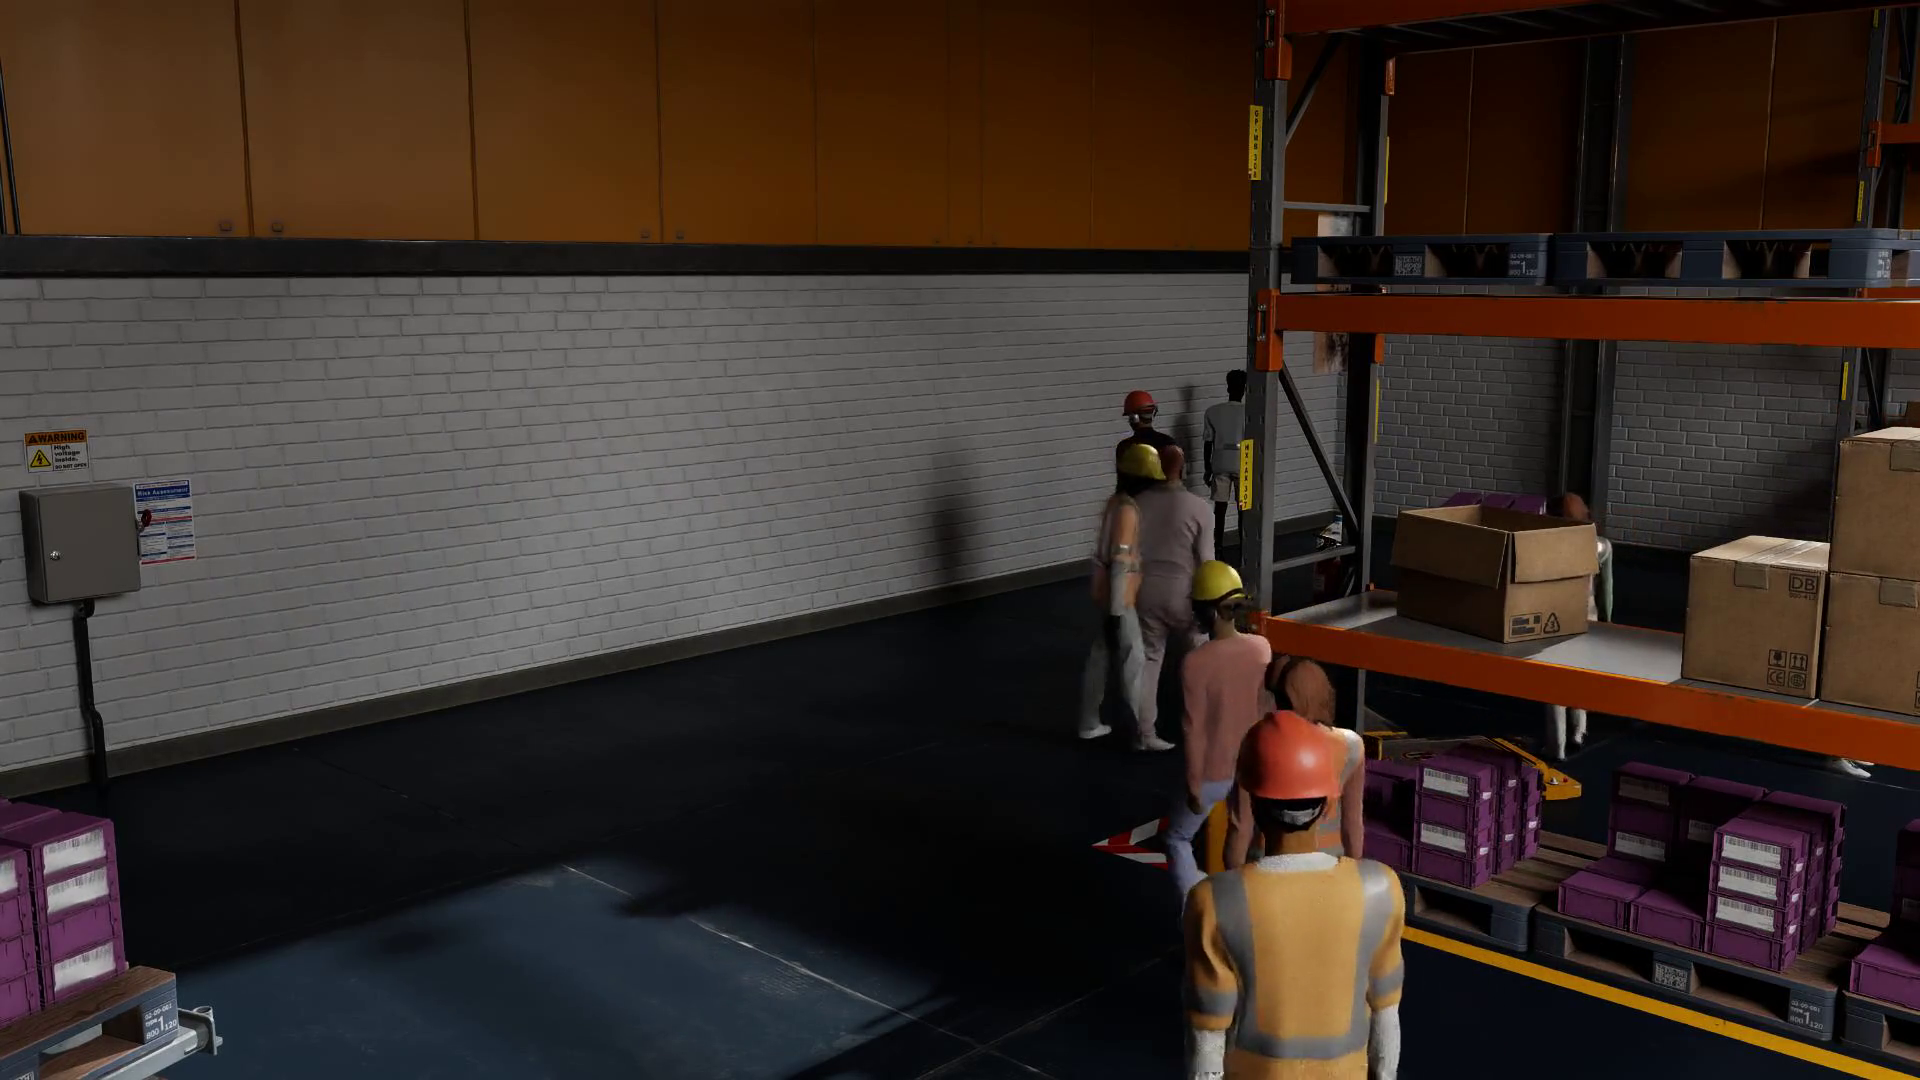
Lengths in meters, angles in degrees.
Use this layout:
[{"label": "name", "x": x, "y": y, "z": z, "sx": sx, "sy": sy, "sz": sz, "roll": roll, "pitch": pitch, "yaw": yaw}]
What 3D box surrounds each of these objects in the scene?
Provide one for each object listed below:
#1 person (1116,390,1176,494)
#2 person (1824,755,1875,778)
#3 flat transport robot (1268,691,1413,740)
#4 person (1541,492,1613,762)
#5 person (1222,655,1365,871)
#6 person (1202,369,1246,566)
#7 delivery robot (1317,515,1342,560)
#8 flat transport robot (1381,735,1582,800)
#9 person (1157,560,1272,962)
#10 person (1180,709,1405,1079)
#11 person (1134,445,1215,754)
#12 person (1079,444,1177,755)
[{"label": "person", "x": 1.452, "y": -0.200, "z": 13.304, "sx": 0.608, "sy": 1.986, "sz": 0.389, "roll": -7, "pitch": 12, "yaw": -38}, {"label": "person", "x": 5.280, "y": 0.558, "z": 9.737, "sx": 0.268, "sy": 1.632, "sz": 0.507, "roll": 6, "pitch": 11, "yaw": 33}, {"label": "flat transport robot", "x": 2.216, "y": 1.144, "z": 10.309, "sx": 0.652, "sy": 0.197, "sz": 1.431, "roll": -2, "pitch": 9, "yaw": -10}, {"label": "person", "x": 3.637, "y": 0.514, "z": 10.042, "sx": 0.526, "sy": 1.618, "sz": 0.481, "roll": 0, "pitch": 9, "yaw": -2}, {"label": "person", "x": 1.185, "y": 1.199, "z": 5.884, "sx": 0.530, "sy": 1.613, "sz": 0.747, "roll": -3, "pitch": 10, "yaw": -19}, {"label": "person", "x": 2.718, "y": -0.717, "z": 16.533, "sx": 0.613, "sy": 1.963, "sz": 0.362, "roll": 4, "pitch": 10, "yaw": 22}, {"label": "delivery robot", "x": 3.692, "y": 0.000, "z": 16.170, "sx": 0.477, "sy": 0.478, "sz": 0.707, "roll": 3, "pitch": 10, "yaw": 21}, {"label": "flat transport robot", "x": 2.672, "y": 1.300, "z": 9.356, "sx": 1.431, "sy": 0.197, "sz": 0.652, "roll": -2, "pitch": 9, "yaw": -10}, {"label": "person", "x": 1.085, "y": 0.953, "z": 6.981, "sx": 0.532, "sy": 1.746, "sz": 0.545, "roll": -6, "pitch": 11, "yaw": -31}, {"label": "person", "x": 0.793, "y": 1.363, "z": 3.954, "sx": 0.552, "sy": 1.919, "sz": 0.806, "roll": 0, "pitch": 9, "yaw": -2}, {"label": "person", "x": 1.275, "y": 0.360, "z": 10.211, "sx": 0.668, "sy": 1.878, "sz": 0.657, "roll": 5, "pitch": 10, "yaw": 27}, {"label": "person", "x": 1.030, "y": 0.356, "z": 10.209, "sx": 0.613, "sy": 1.891, "sz": 0.679, "roll": 1, "pitch": 9, "yaw": 3}]
